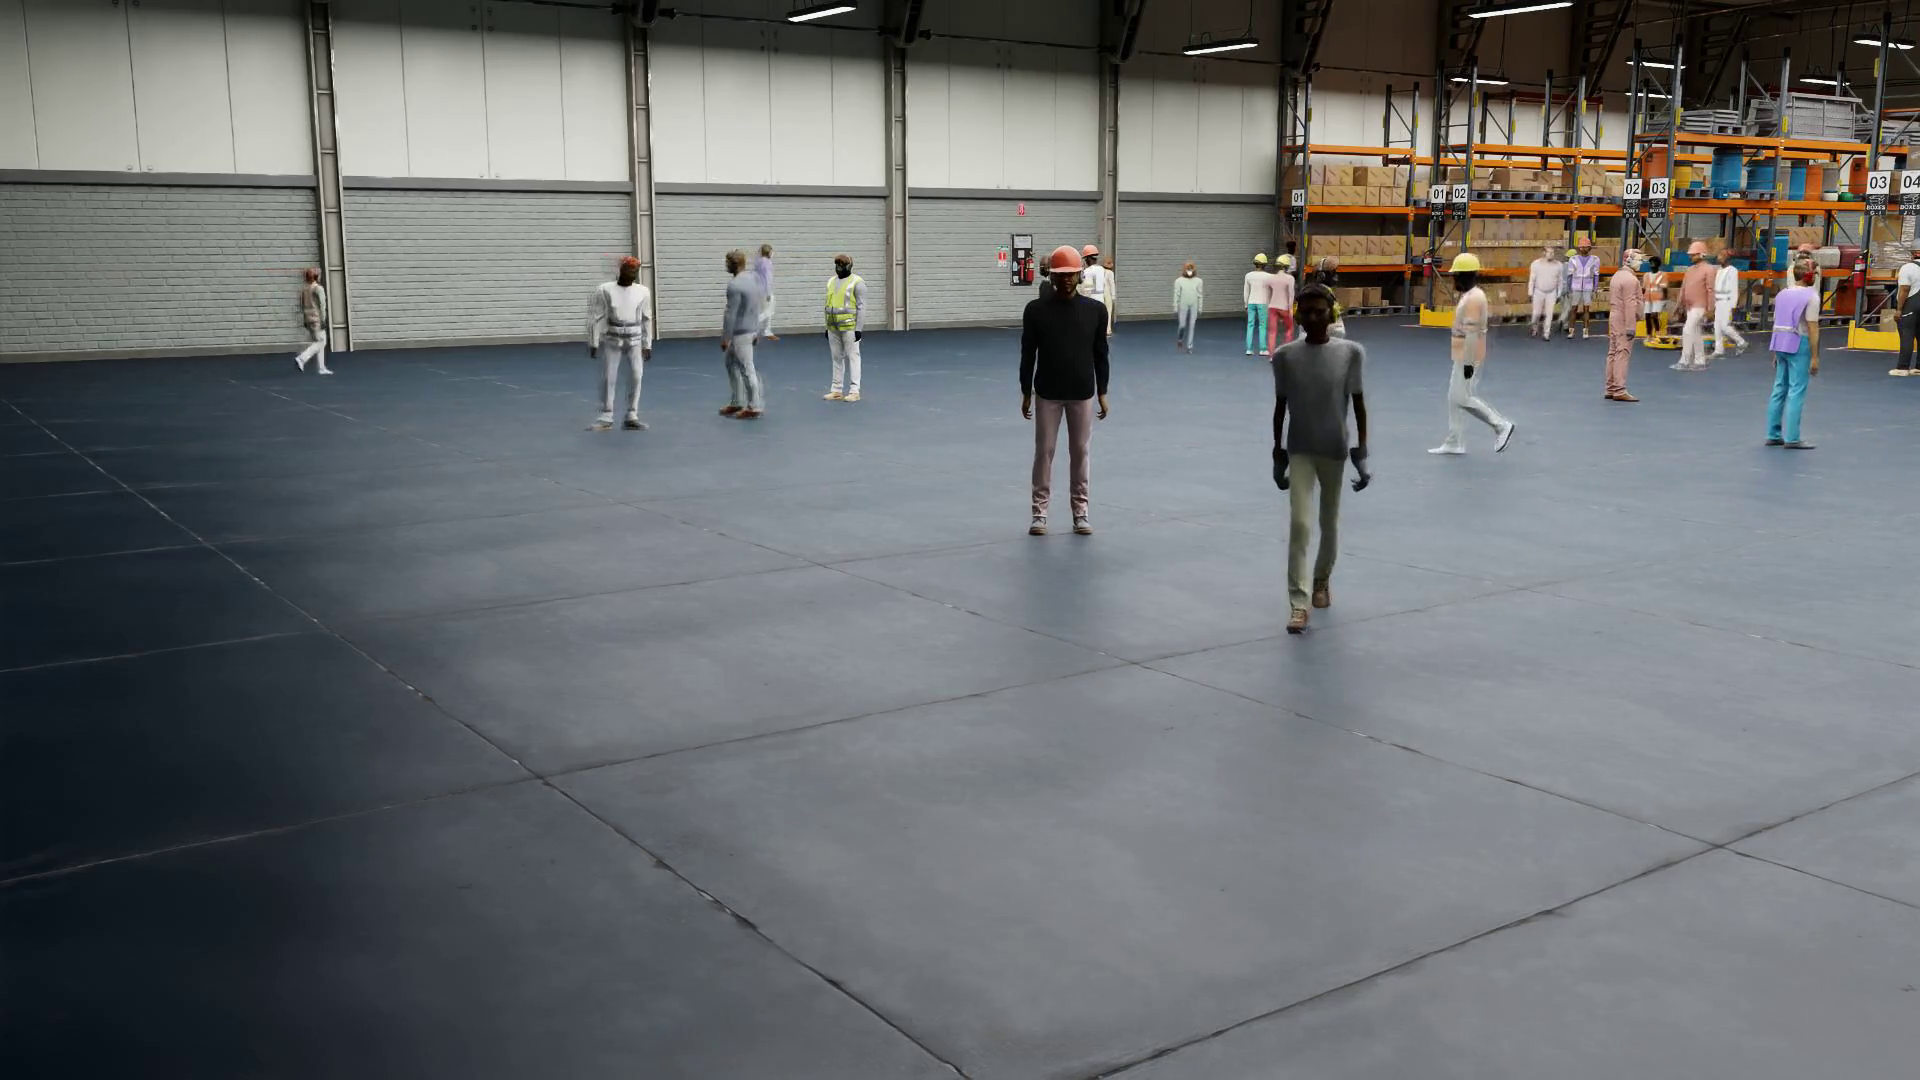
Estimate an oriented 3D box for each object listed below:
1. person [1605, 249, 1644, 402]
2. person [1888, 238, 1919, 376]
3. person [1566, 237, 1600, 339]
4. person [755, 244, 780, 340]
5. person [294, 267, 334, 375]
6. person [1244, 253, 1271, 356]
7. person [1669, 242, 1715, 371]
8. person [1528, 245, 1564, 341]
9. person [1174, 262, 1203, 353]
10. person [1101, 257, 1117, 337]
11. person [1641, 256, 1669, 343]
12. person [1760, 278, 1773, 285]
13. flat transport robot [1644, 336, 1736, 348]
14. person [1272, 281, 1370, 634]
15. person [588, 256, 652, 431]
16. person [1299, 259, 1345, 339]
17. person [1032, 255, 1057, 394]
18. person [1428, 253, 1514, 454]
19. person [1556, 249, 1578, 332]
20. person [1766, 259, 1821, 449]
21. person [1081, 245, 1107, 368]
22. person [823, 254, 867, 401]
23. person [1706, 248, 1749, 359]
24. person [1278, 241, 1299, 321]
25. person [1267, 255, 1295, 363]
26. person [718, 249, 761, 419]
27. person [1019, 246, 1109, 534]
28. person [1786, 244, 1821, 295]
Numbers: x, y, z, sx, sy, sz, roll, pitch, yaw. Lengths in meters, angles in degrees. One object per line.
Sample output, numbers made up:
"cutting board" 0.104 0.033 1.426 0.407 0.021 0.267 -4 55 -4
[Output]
"person" 8.384 -2.699 20.934 0.400 1.905 0.643 1 10 5
"person" 14.142 -3.456 24.702 0.678 2.000 0.536 -3 11 -14
"person" 12.549 -5.069 33.537 0.615 2.041 0.384 4 11 21
"person" -3.935 -4.919 33.073 0.642 1.923 0.631 -5 12 -27
"person" -9.642 -3.243 24.704 0.520 1.621 0.616 8 13 36
"person" 5.192 -4.084 28.904 0.534 1.767 0.314 7 13 35
"person" 11.170 -3.572 25.518 0.795 1.967 0.644 -1 10 -6
"person" 11.582 -4.880 32.889 0.652 1.893 0.454 2 10 9
"person" 4.048 -4.103 29.411 0.500 1.621 0.337 -1 10 -3
"person" 3.042 -5.022 34.404 0.282 1.633 0.498 -7 12 -32
"person" 13.371 -4.628 32.109 0.377 1.680 0.547 -7 12 -34
"person" 25.962 -8.518 53.572 0.500 1.633 0.286 0 10 2
"flat transport robot" 13.465 -3.659 30.673 1.431 0.197 0.652 -1 10 -5
"person" 1.931 -0.471 8.935 0.529 1.830 0.937 2 11 12
"person" -3.634 -2.073 17.649 0.728 1.855 0.340 -3 11 -17
"person" 3.547 -1.826 16.312 0.429 1.845 0.621 4 11 23
"person" 1.071 -2.745 21.409 0.768 1.812 0.634 3 11 17
"person" 4.829 -1.730 15.609 0.668 1.913 0.590 2 10 9
"person" 12.990 -5.325 35.607 0.736 1.808 0.591 -9 14 -41
"person" 8.126 -1.809 16.216 0.372 1.840 0.570 -2 11 -12
"person" 2.076 -3.686 26.278 0.371 1.928 0.543 7 12 34
"person" -1.466 -2.664 20.905 0.626 1.846 0.429 8 13 36
"person" 12.953 -3.967 27.997 0.541 1.869 0.586 0 10 0
"person" 8.065 -6.330 40.703 0.778 1.944 0.658 -4 11 -20
"person" 5.326 -3.794 27.352 0.553 1.737 0.736 9 14 41
"person" -2.565 -2.312 18.761 0.701 1.917 0.661 2 11 11
"person" 0.724 -1.023 11.491 0.623 1.992 0.397 0 10 -2
"person" 14.013 -3.954 27.732 0.671 1.918 1.035 -1 10 -3
